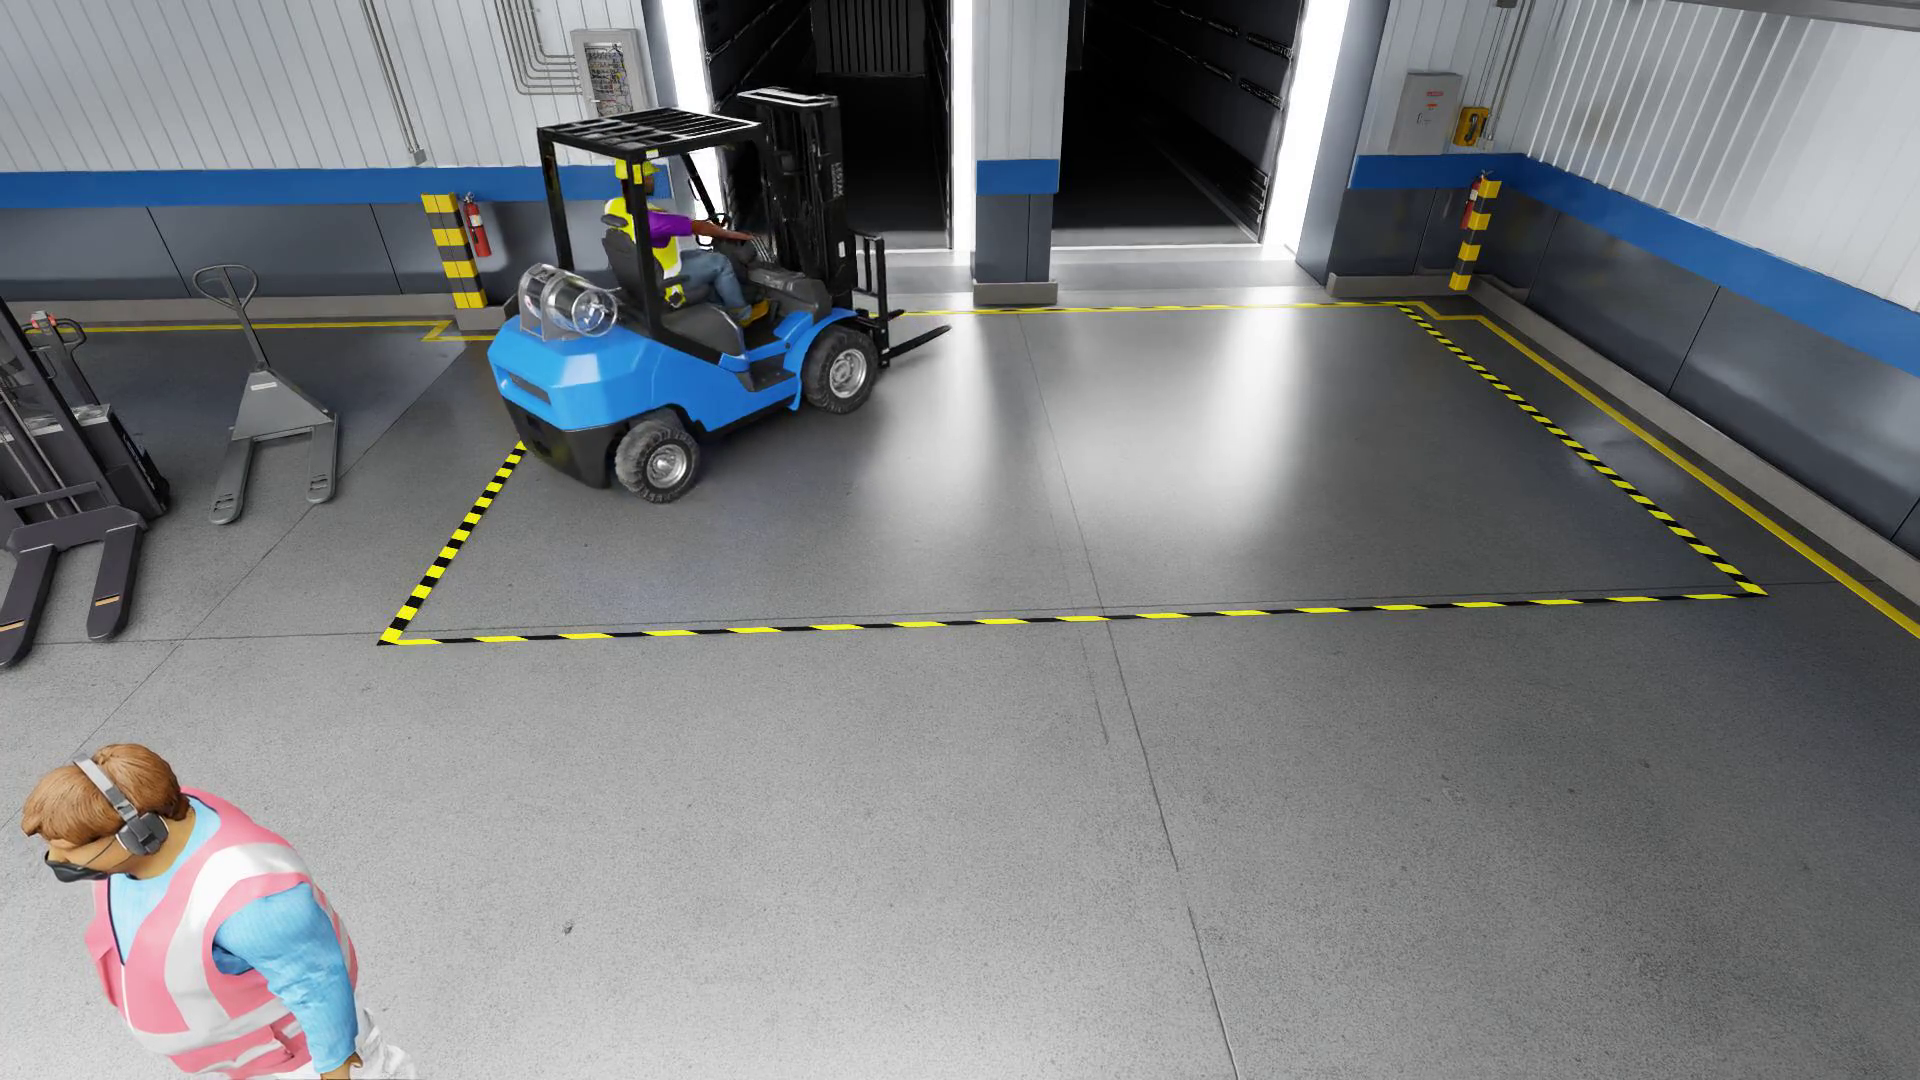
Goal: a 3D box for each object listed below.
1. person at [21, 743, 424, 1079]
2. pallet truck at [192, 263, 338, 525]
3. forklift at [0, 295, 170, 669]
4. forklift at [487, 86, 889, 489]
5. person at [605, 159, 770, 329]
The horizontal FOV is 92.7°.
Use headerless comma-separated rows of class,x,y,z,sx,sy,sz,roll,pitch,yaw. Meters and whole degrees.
person,-1.793,1.213,2.382,0.620,1.844,0.429,16,38,22
pallet truck,-4.778,-1.027,6.128,0.680,1.201,1.601,-17,38,-23
forklift,-5.212,-0.618,4.878,0.823,1.965,1.885,-20,39,-26
forklift,-1.849,-1.832,6.312,1.157,2.036,2.680,26,42,32
person,-1.805,-2.009,6.239,0.635,1.294,1.004,26,42,32
